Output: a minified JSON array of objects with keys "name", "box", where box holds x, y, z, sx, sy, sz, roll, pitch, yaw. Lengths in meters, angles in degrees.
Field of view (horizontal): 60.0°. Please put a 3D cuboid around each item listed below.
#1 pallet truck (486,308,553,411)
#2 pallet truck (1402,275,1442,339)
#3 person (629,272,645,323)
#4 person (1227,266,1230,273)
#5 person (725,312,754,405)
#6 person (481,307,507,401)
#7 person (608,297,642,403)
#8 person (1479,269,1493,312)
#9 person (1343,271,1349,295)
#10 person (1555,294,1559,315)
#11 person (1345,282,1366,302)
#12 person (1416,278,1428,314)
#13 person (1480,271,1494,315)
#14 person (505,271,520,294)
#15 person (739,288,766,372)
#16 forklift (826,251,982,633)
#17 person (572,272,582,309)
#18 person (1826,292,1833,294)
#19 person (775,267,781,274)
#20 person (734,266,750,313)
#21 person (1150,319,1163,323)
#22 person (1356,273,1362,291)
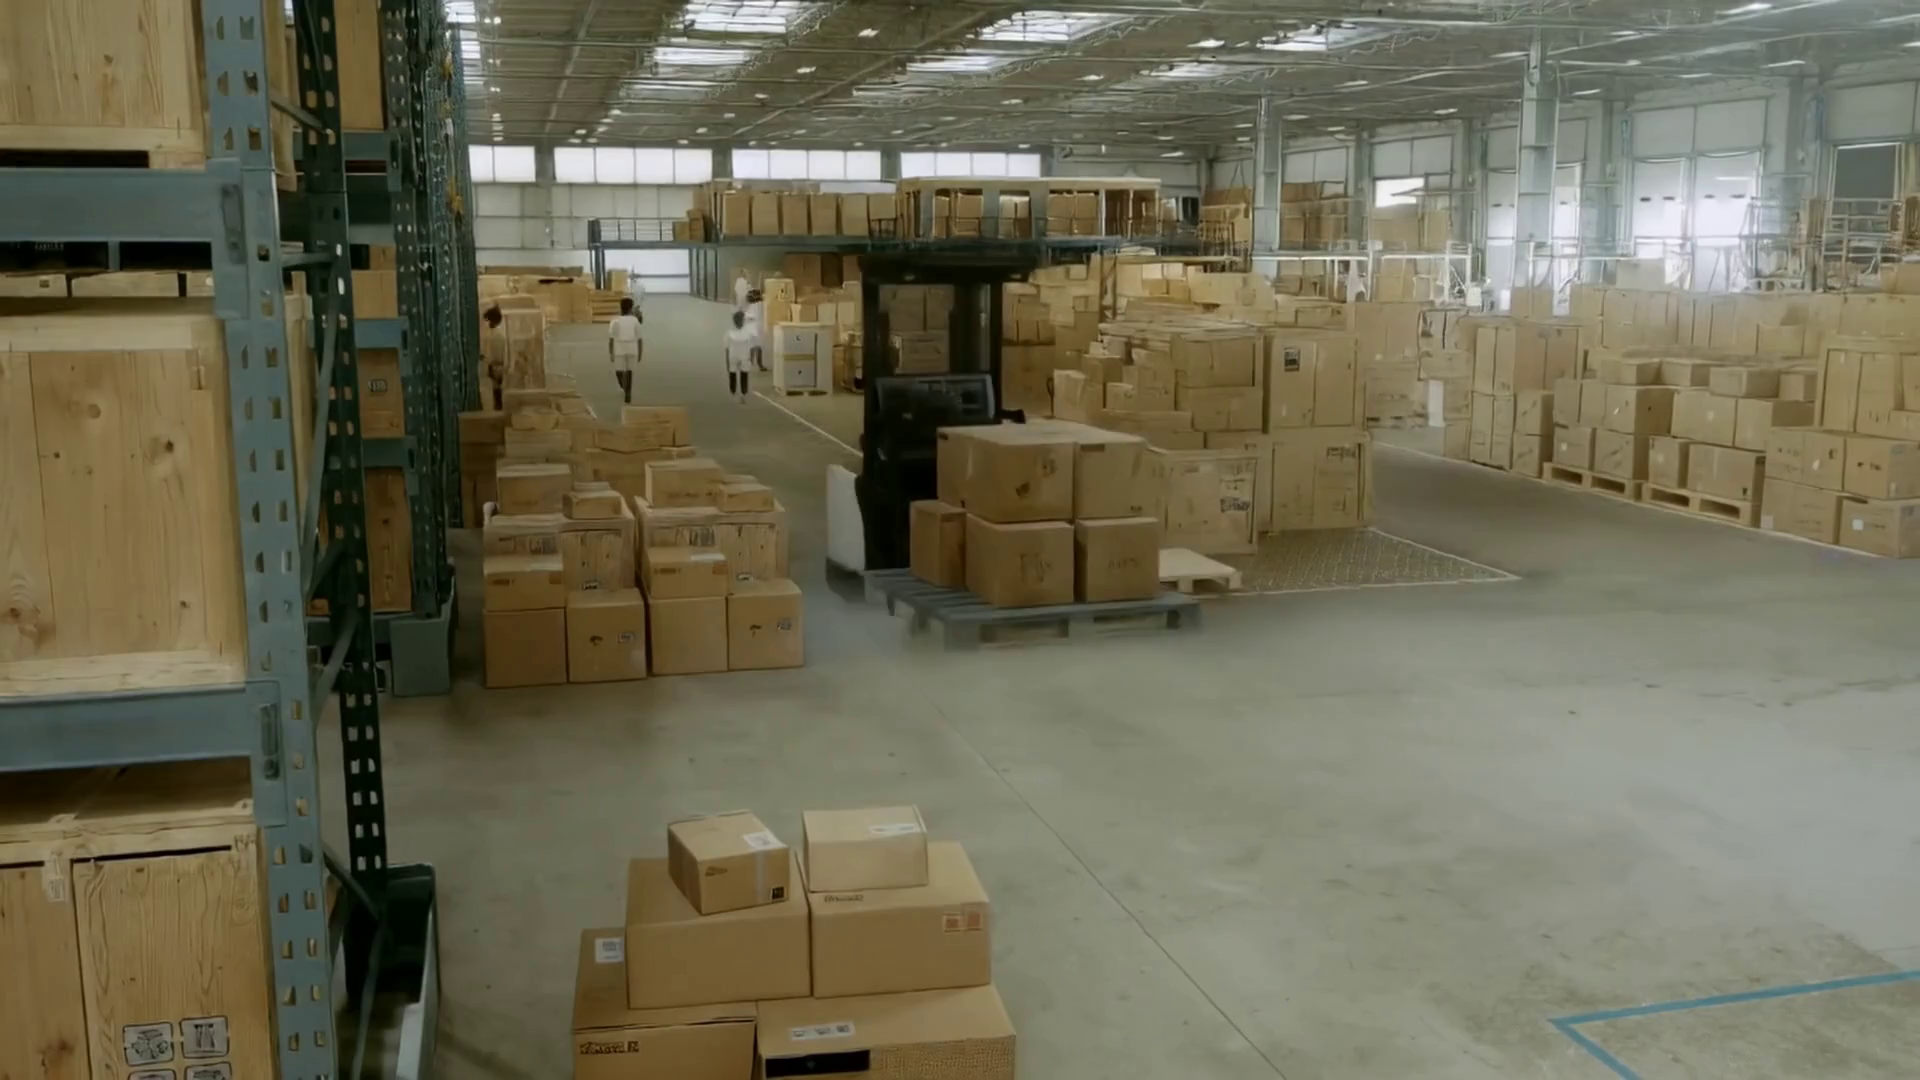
[{"name":"pallet truck","box":[-6.242,-2.418,24.362,0.823,1.965,1.885,1,10,3]},{"name":"pallet truck","box":[14.620,-7.324,52.145,0.823,1.965,1.885,8,13,40]},{"name":"person","box":[-11.966,-8.896,61.324,0.556,1.899,0.910,4,11,21]},{"name":"person","box":[12.677,-12.024,78.931,0.604,1.937,0.403,3,10,16]},{"name":"person","box":[-3.992,-3.273,30.133,0.538,1.674,0.689,-1,10,-5]},{"name":"person","box":[-7.196,-2.633,25.796,0.372,1.930,0.665,-6,12,-31]},{"name":"person","box":[-6.092,-3.458,30.386,0.634,1.947,0.613,-4,11,-23]},{"name":"person","box":[22.963,-10.847,72.441,0.607,1.868,1.004,-4,11,-20]},{"name":"person","box":[17.148,-10.934,73.074,0.526,1.826,0.647,-8,13,-39]},{"name":"person","box":[17.475,-6.734,49.163,0.568,1.878,0.351,-7,12,-36]},{"name":"person","box":[11.521,-6.591,48.446,0.621,1.841,0.429,-1,10,-8]},{"name":"person","box":[19.396,-10.308,70.007,0.867,1.650,0.536,-4,11,-21]},{"name":"person","box":[21.409,-10.010,67.657,0.546,1.897,0.844,1,10,8]},{"name":"person","box":[-18.869,-10.434,70.219,0.601,1.827,0.970,-2,10,-13]},{"name":"person","box":[-4.756,-4.772,37.908,0.549,1.924,0.683,9,13,40]},{"name":"forklift","box":[-0.319,-0.857,13.024,1.129,2.768,1.873,-4,11,-21]},{"name":"person","box":[-16.595,-10.757,72.243,0.311,1.768,0.524,6,12,31]},{"name":"person","box":[18.073,-4.194,34.658,0.638,1.917,0.813,1,10,4]},{"name":"person","box":[-8.142,-11.257,74.614,0.587,1.927,0.367,4,11,20]},{"name":"person","box":[-9.442,-10.863,72.065,0.709,2.000,0.974,0,10,-2]},{"name":"person","box":[2.624,-1.995,22.230,0.565,1.899,0.632,9,13,41]},{"name":"person","box":[16.616,-10.311,69.742,0.328,1.759,0.524,-8,13,-39]}]
